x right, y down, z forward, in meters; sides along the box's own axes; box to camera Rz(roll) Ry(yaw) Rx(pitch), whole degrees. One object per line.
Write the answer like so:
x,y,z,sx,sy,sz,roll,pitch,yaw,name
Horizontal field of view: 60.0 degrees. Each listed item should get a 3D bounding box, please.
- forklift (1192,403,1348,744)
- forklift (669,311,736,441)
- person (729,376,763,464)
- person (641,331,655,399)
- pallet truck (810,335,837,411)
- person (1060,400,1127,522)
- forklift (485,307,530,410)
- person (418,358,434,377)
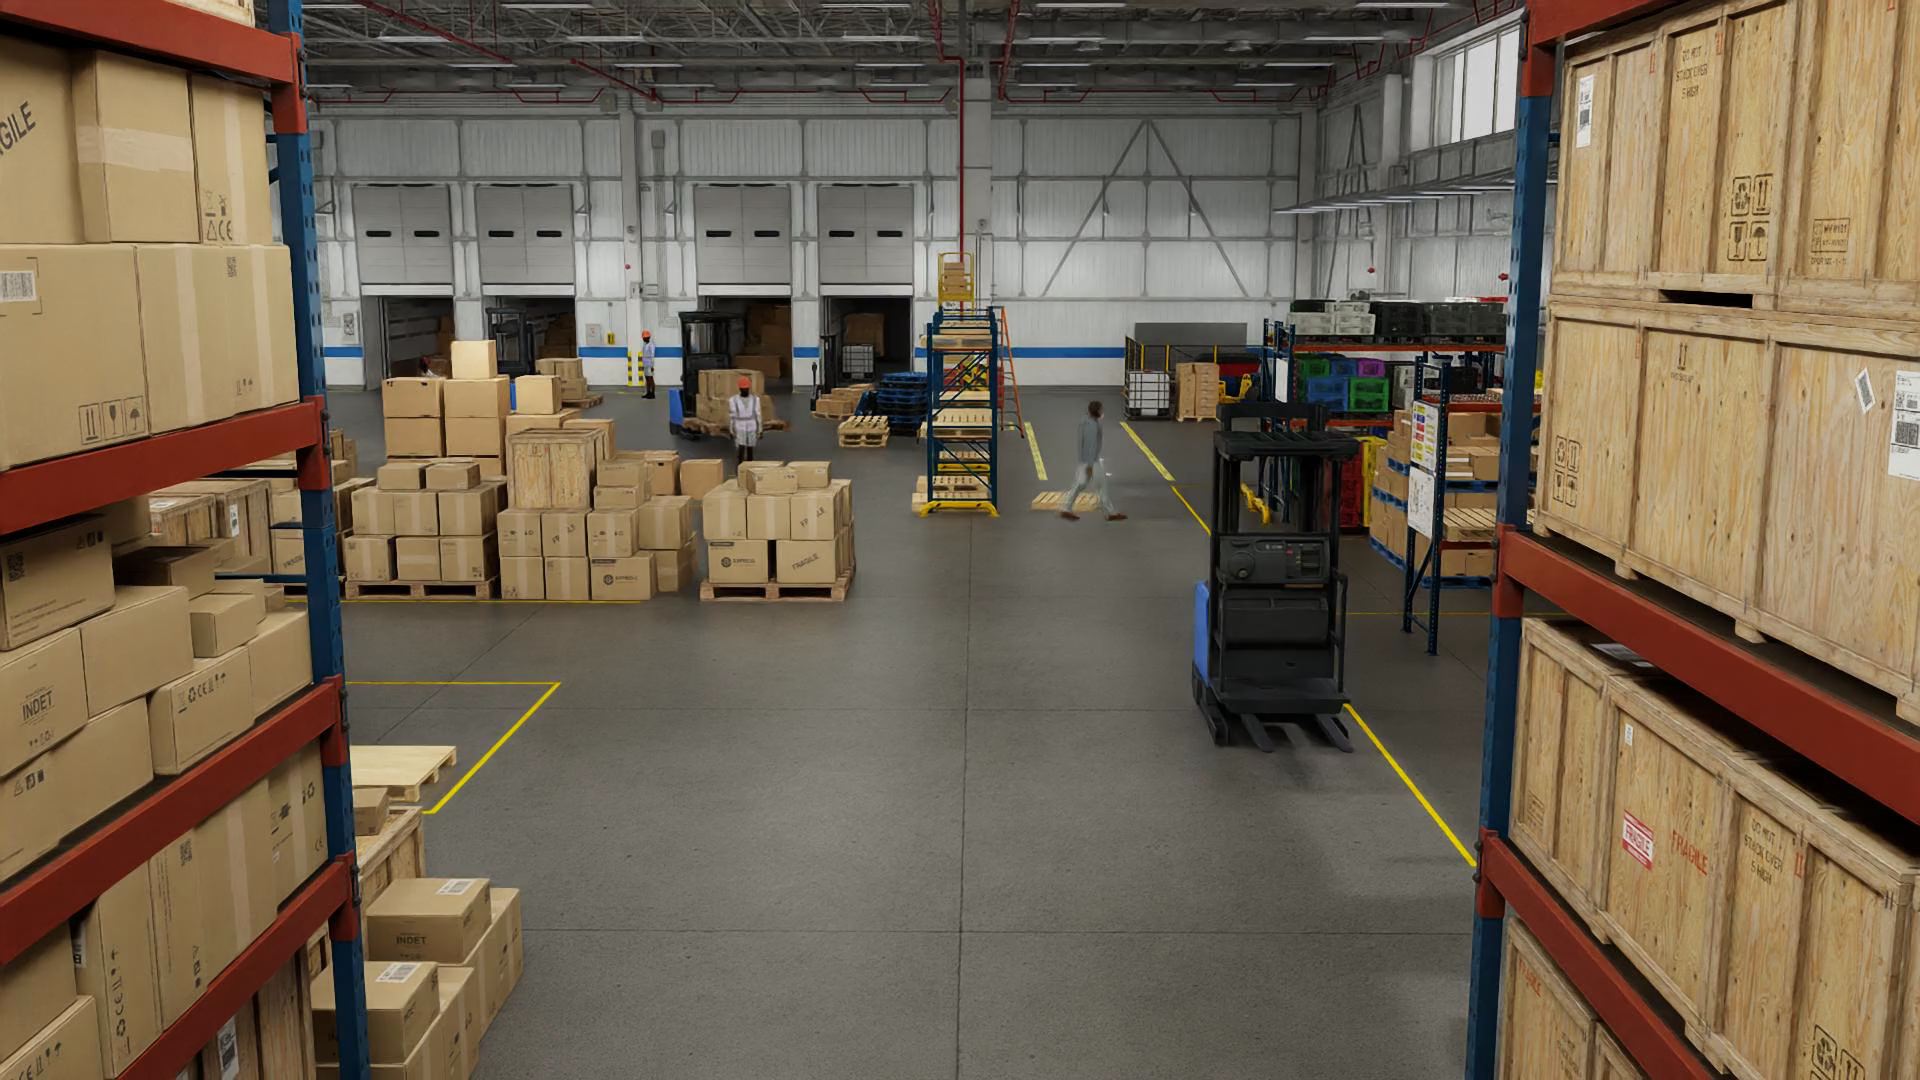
2.697,0.191,14.600,1.129,2.768,1.873,0,10,1,forklift
-5.723,-3.678,36.924,1.129,2.768,1.873,-5,11,-27,forklift
-3.842,-1.987,29.955,0.572,1.908,0.725,-3,10,-15,person
-8.842,-4.960,47.071,0.386,1.929,0.544,-8,13,-38,person
-3.021,-4.312,43.126,1.885,1.965,0.823,3,10,17,pallet truck
2.017,-1.206,25.535,1.044,1.891,0.643,-1,10,-6,person
-10.754,-4.150,39.646,1.129,2.768,1.873,0,10,1,forklift
-11.506,-3.000,35.910,0.424,1.873,0.599,-6,12,-32,person
